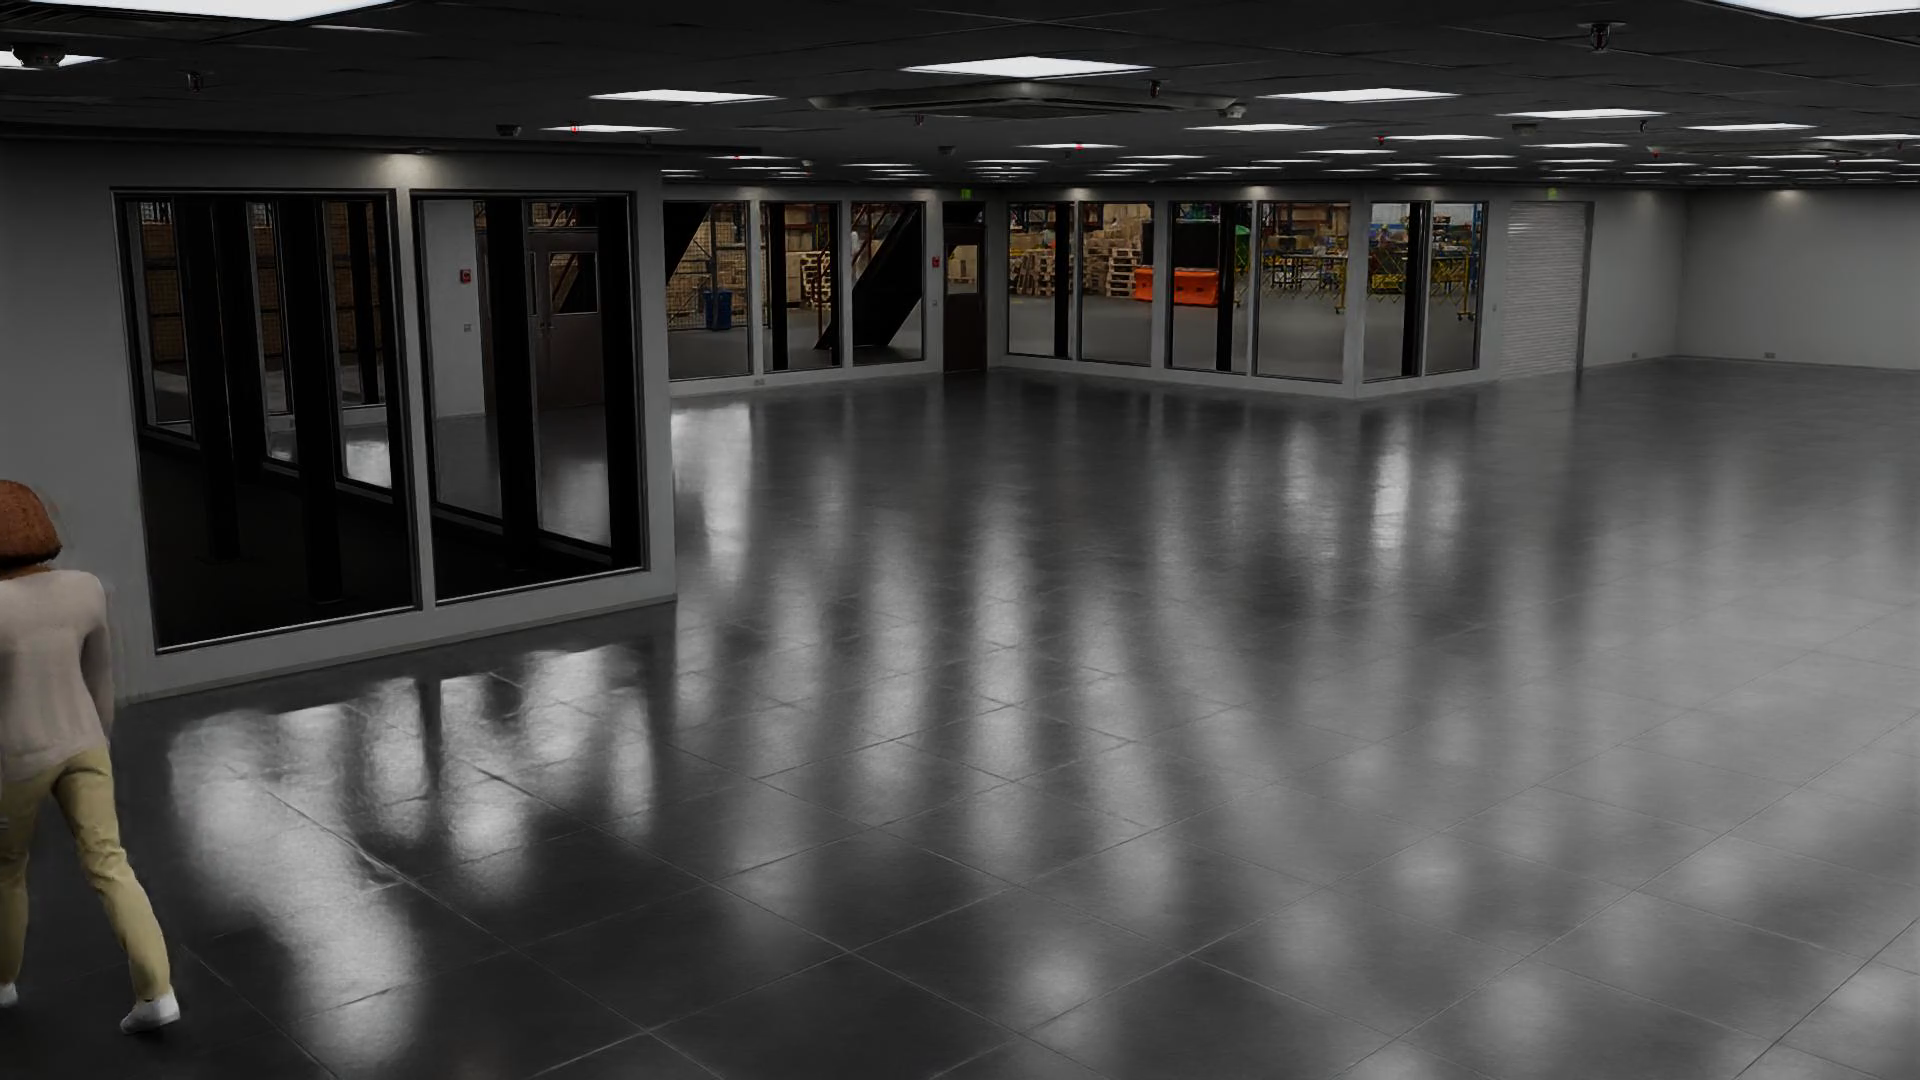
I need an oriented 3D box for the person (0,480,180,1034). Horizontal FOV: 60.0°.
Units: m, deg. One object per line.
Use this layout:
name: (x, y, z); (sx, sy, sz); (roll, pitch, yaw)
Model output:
person: (-2.566, 0.619, 4.686); (0.875, 1.596, 0.508); (6, 13, 28)
